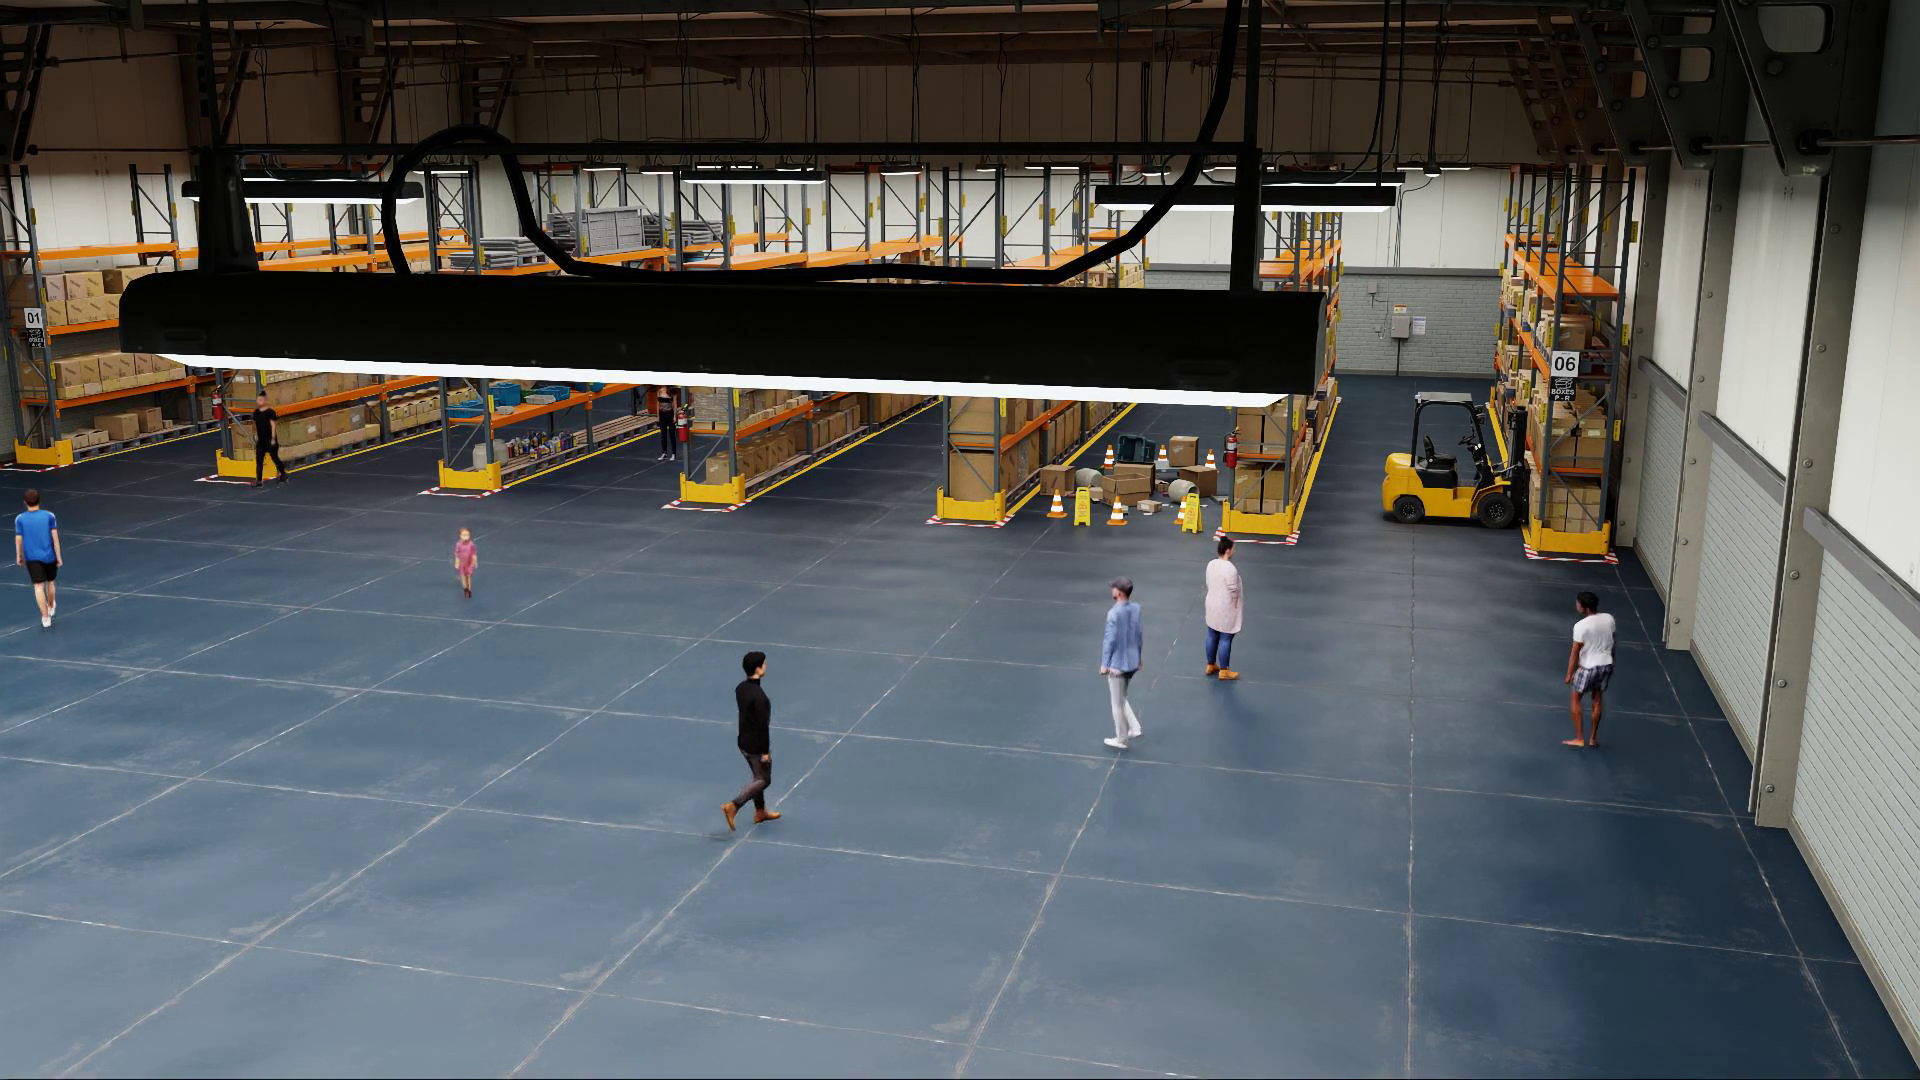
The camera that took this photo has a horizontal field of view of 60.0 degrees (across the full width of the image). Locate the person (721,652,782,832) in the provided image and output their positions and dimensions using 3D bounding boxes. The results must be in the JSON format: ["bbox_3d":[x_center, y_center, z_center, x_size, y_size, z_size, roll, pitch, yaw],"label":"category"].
[{"bbox_3d":[-1.973,1.890,15.497,1.038,1.706,0.961,-9,16,-33],"label":"person"}]

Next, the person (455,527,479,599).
[{"bbox_3d":[-7.093,0.307,23.871,0.608,1.012,0.677,-6,14,-25],"label":"person"}]

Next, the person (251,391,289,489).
[{"bbox_3d":[-13.124,-1.908,31.642,0.730,1.823,1.154,5,14,19],"label":"person"}]

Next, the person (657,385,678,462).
[{"bbox_3d":[-6.065,-2.535,34.465,0.607,1.770,0.527,4,14,16],"label":"person"}]

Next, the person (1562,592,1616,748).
[{"bbox_3d":[6.764,1.369,17.740,0.763,1.709,0.730,1,13,4],"label":"person"}]

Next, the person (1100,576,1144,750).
[{"bbox_3d":[1.777,1.317,17.589,0.835,1.878,0.743,11,17,40],"label":"person"}]

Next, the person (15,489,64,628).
[{"bbox_3d":[-12.301,0.272,22.231,1.214,1.820,1.282,-7,15,-29],"label":"person"}]

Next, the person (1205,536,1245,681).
[{"bbox_3d":[3.168,0.803,20.101,0.853,1.746,0.790,-7,15,-28],"label":"person"}]
